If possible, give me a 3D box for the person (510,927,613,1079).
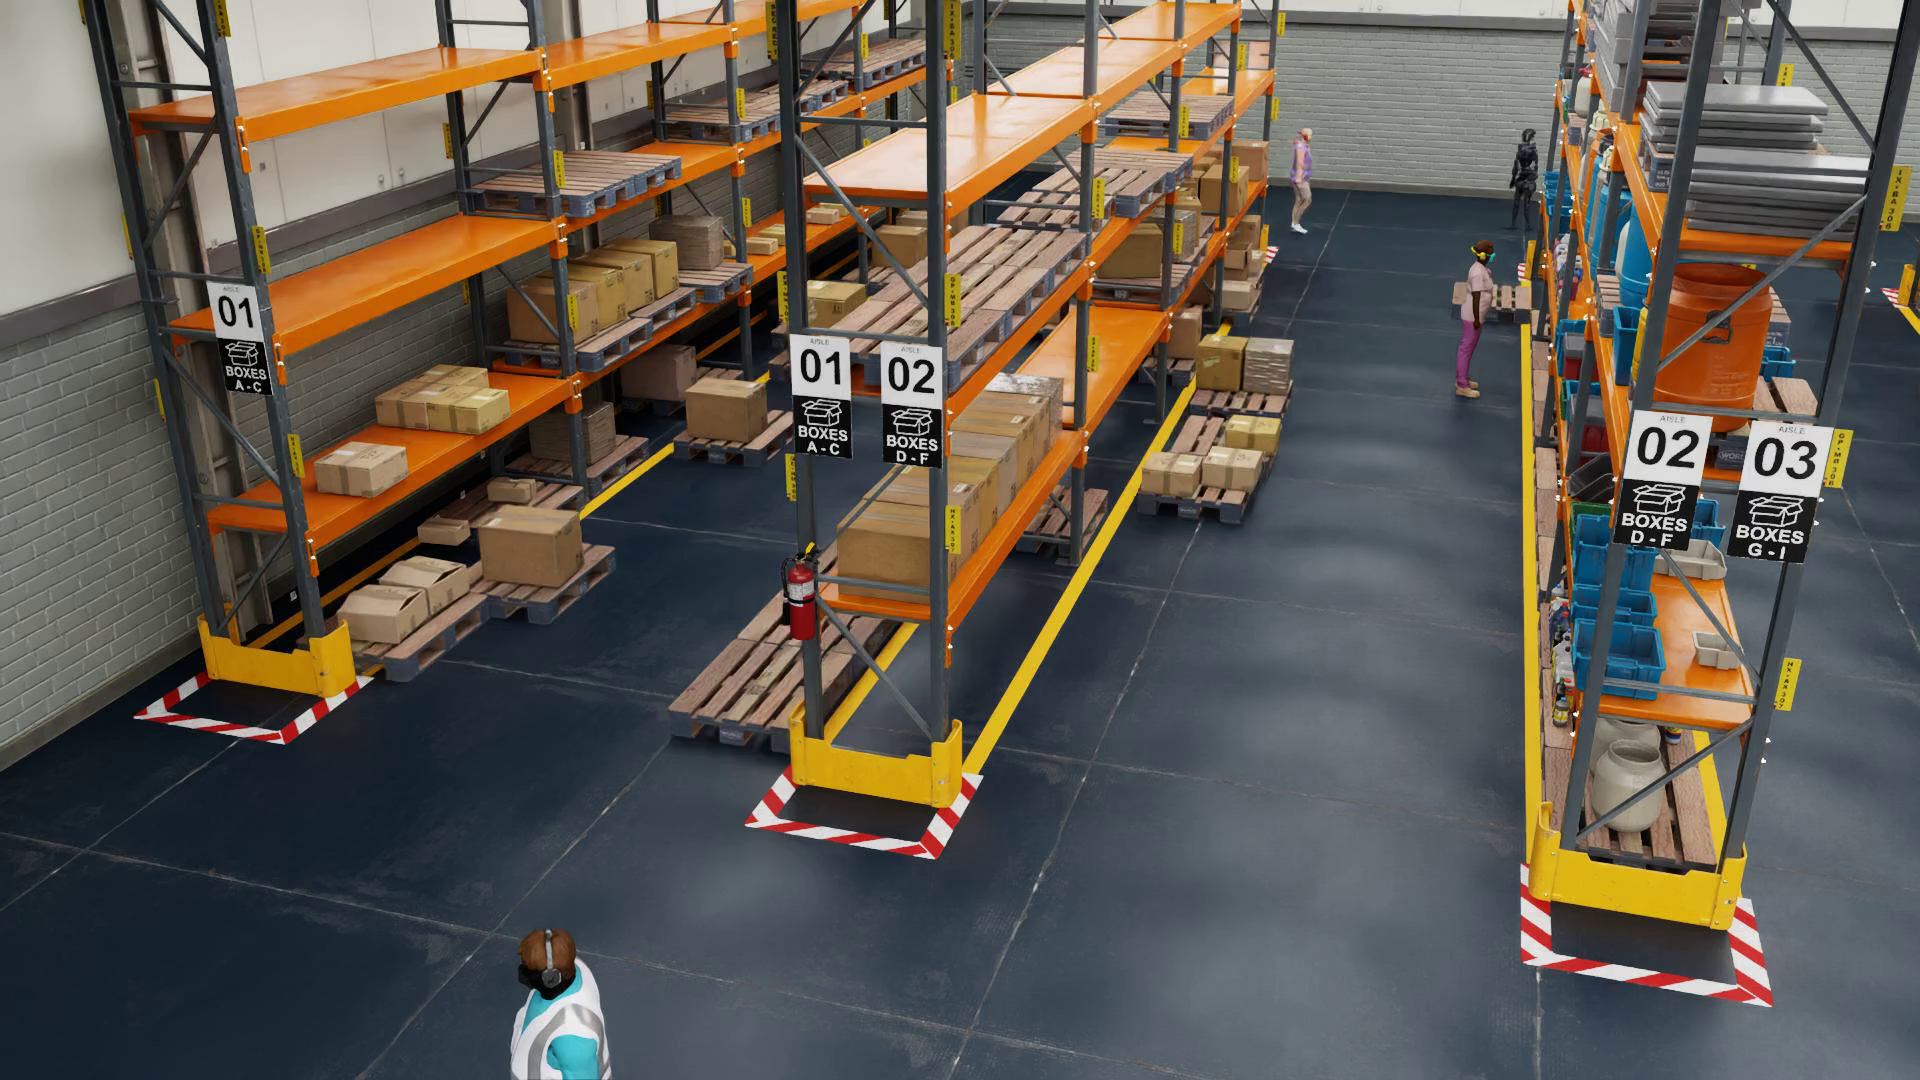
[{"bbox_3d":[-1.754,2.502,7.386,0.429,1.844,0.620,-8,24,-17],"label":"person"}]

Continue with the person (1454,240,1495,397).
[{"bbox_3d":[5.946,-2.569,19.195,0.333,1.802,0.527,6,24,14],"label":"person"}]

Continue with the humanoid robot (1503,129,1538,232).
[{"bbox_3d":[9.174,-5.819,26.912,0.427,1.659,0.598,-8,25,-18],"label":"humanoid robot"}]

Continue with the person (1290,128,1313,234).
[{"bbox_3d":[5.515,-5.769,26.745,0.428,1.680,0.525,6,24,14],"label":"person"}]
